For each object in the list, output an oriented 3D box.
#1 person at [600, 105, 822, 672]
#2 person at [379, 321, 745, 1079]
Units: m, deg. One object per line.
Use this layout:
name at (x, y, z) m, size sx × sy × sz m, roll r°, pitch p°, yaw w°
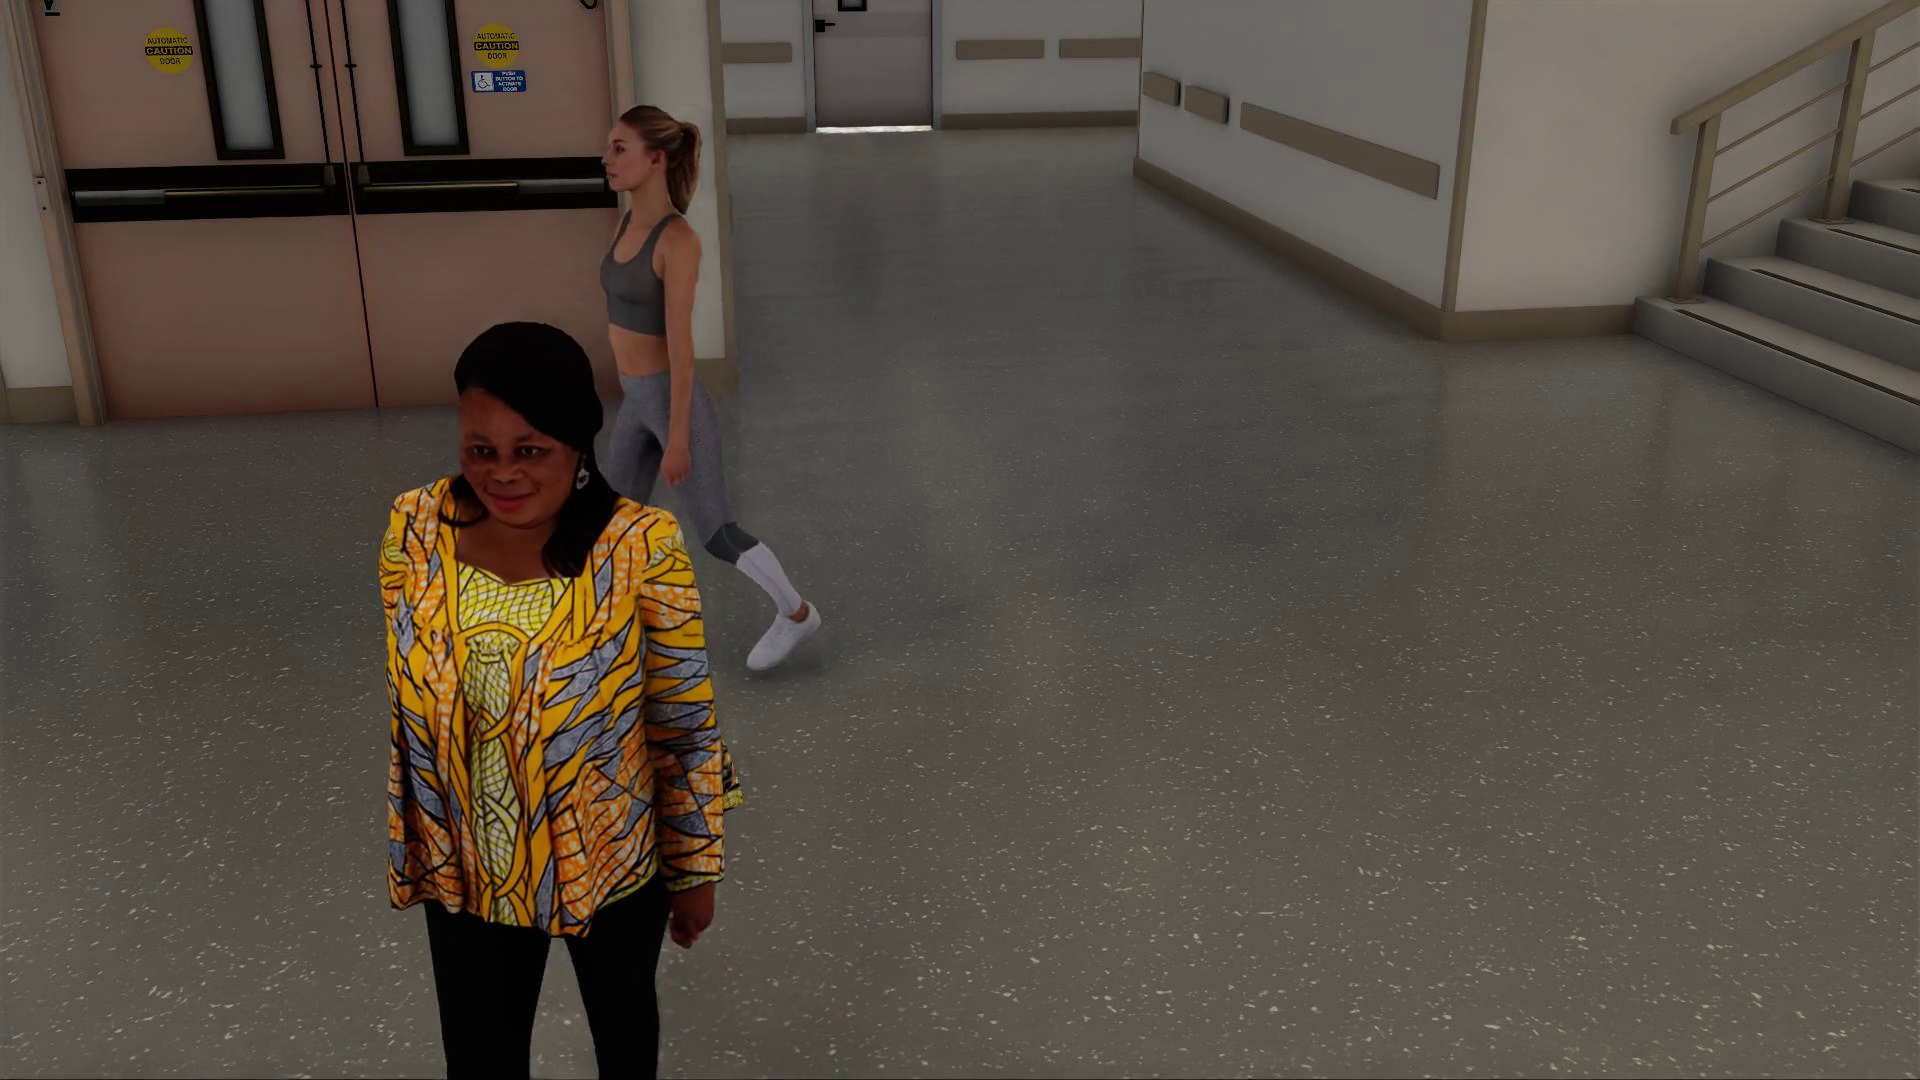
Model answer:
person at (-0.733, -0.320, 4.625) m, size 1.205 × 1.664 × 0.947 m, roll -16°, pitch 26°, yaw -36°
person at (-0.619, 0.445, 2.646) m, size 0.836 × 1.634 × 0.840 m, roll 0°, pitch 21°, yaw 1°
